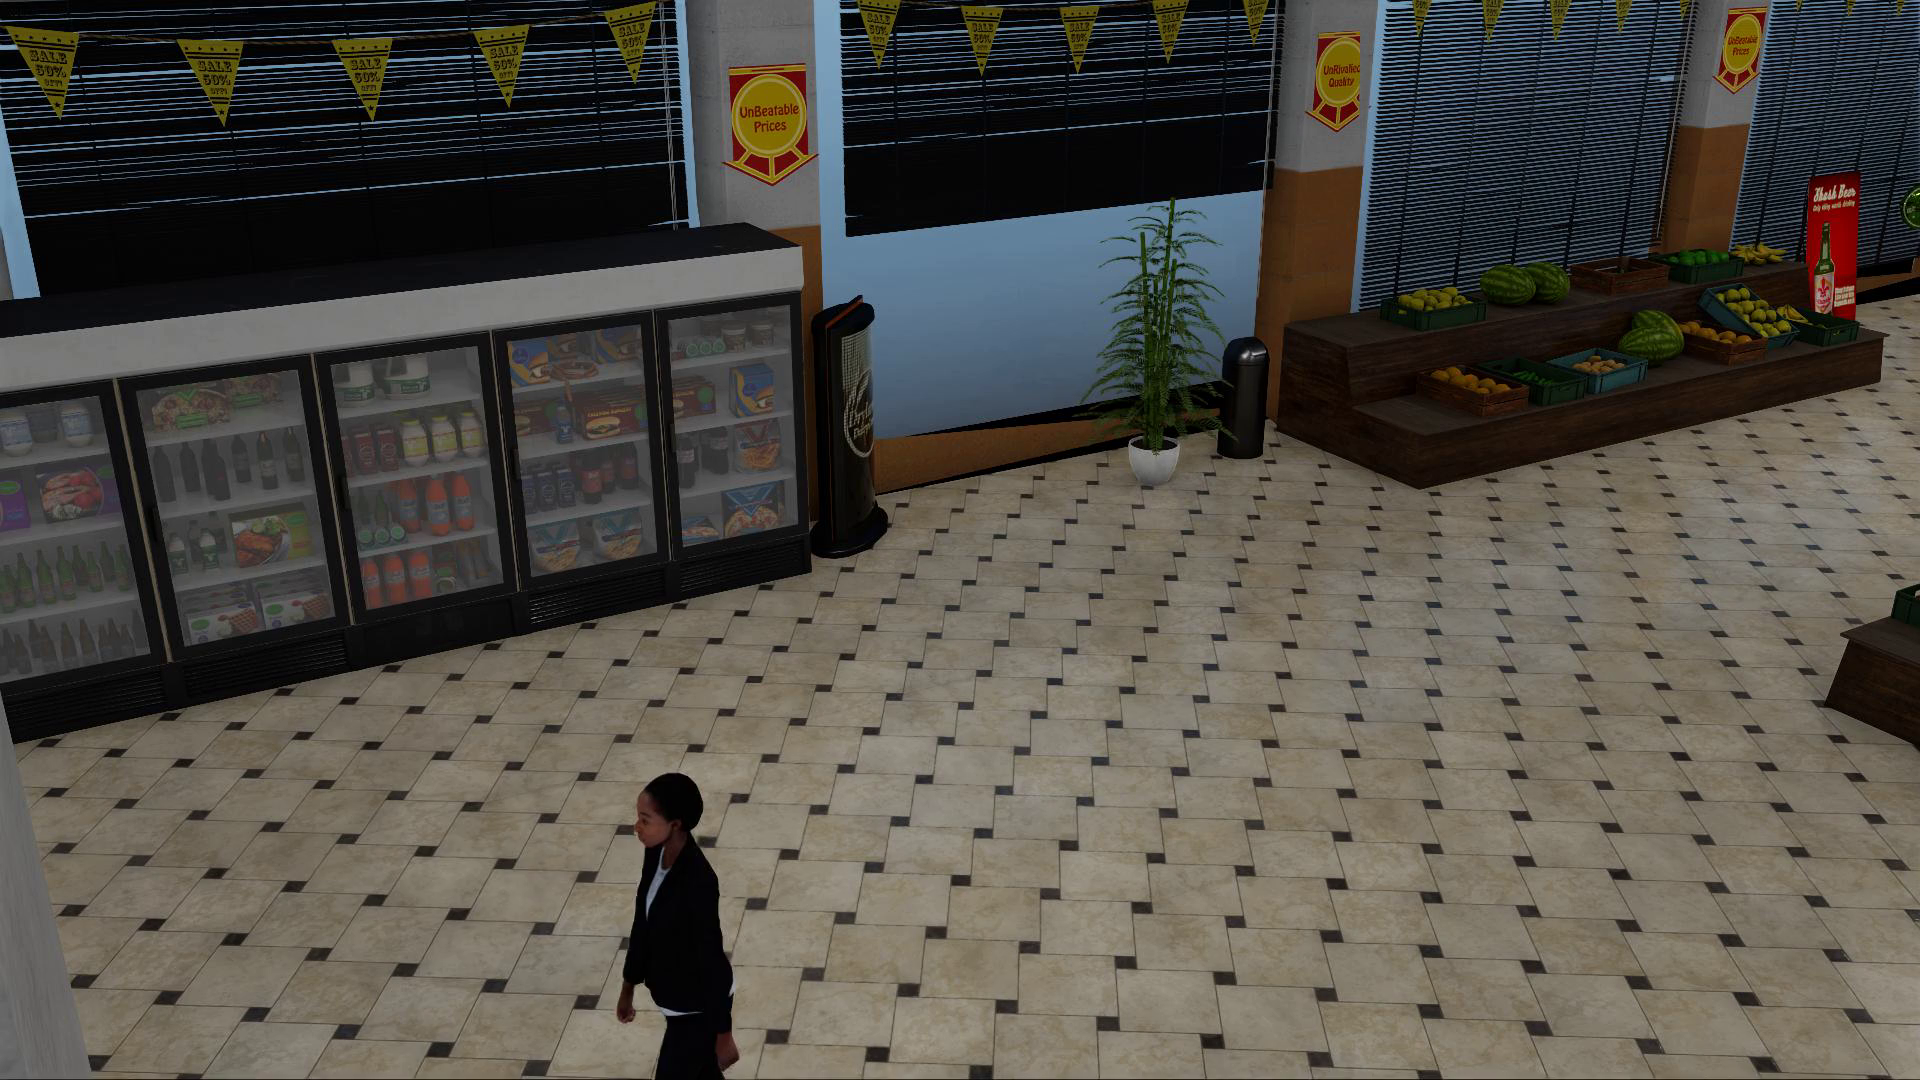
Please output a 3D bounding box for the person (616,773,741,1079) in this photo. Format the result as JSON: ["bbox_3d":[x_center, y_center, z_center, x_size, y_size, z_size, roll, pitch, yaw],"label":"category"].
[{"bbox_3d":[-0.843,1.607,5.744,0.728,1.820,0.649,-13,25,-28],"label":"person"}]
